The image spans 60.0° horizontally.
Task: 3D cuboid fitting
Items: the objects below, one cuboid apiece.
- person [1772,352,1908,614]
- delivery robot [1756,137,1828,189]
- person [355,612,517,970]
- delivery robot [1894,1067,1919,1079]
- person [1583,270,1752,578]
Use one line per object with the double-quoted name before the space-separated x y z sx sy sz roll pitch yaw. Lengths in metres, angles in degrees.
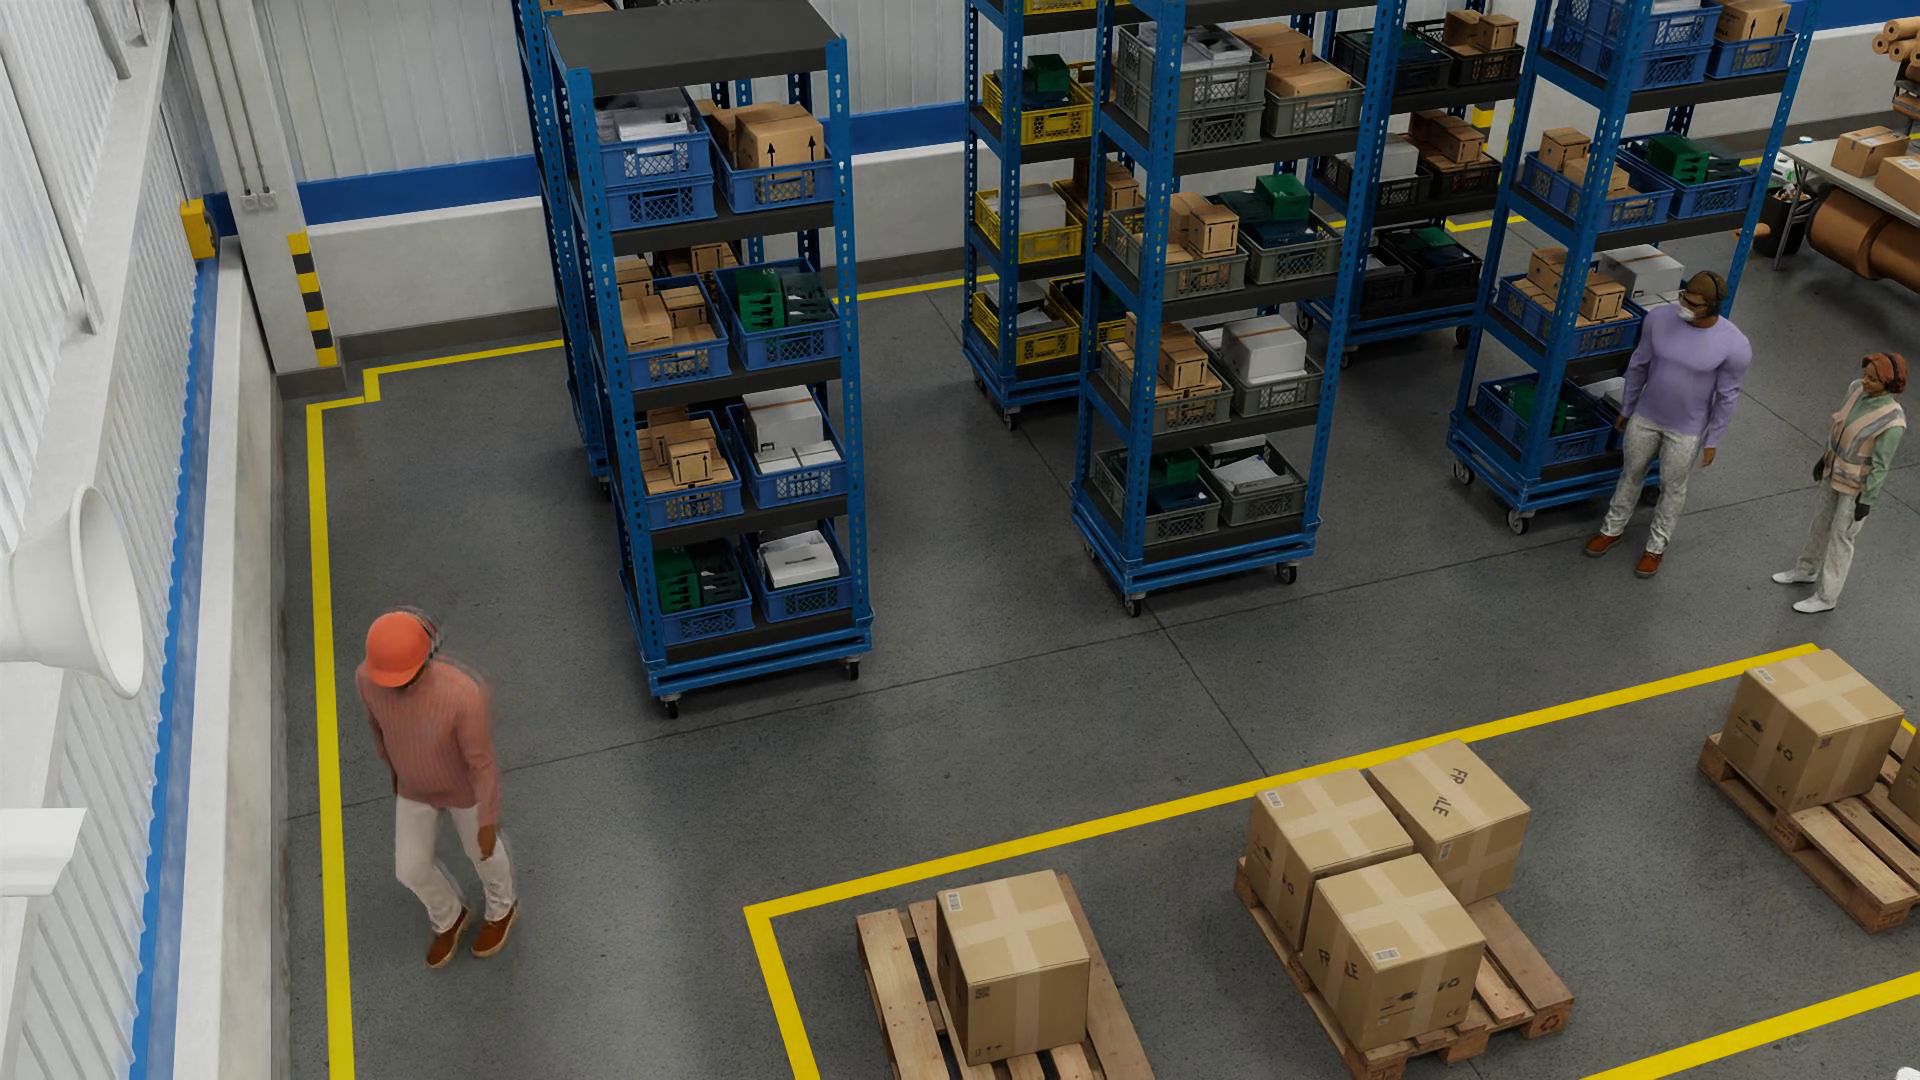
"person" 4.981 -0.326 9.325 0.312 1.633 0.518 -1 35 -1
"delivery robot" 7.185 -3.213 14.264 0.707 0.478 0.477 -20 40 -26
"person" -2.210 1.079 7.047 0.628 1.955 0.577 7 36 10
"delivery robot" 3.938 2.337 6.395 0.707 0.478 0.477 22 40 28
"person" 4.076 -0.672 9.552 0.375 1.936 0.627 -29 45 -35
